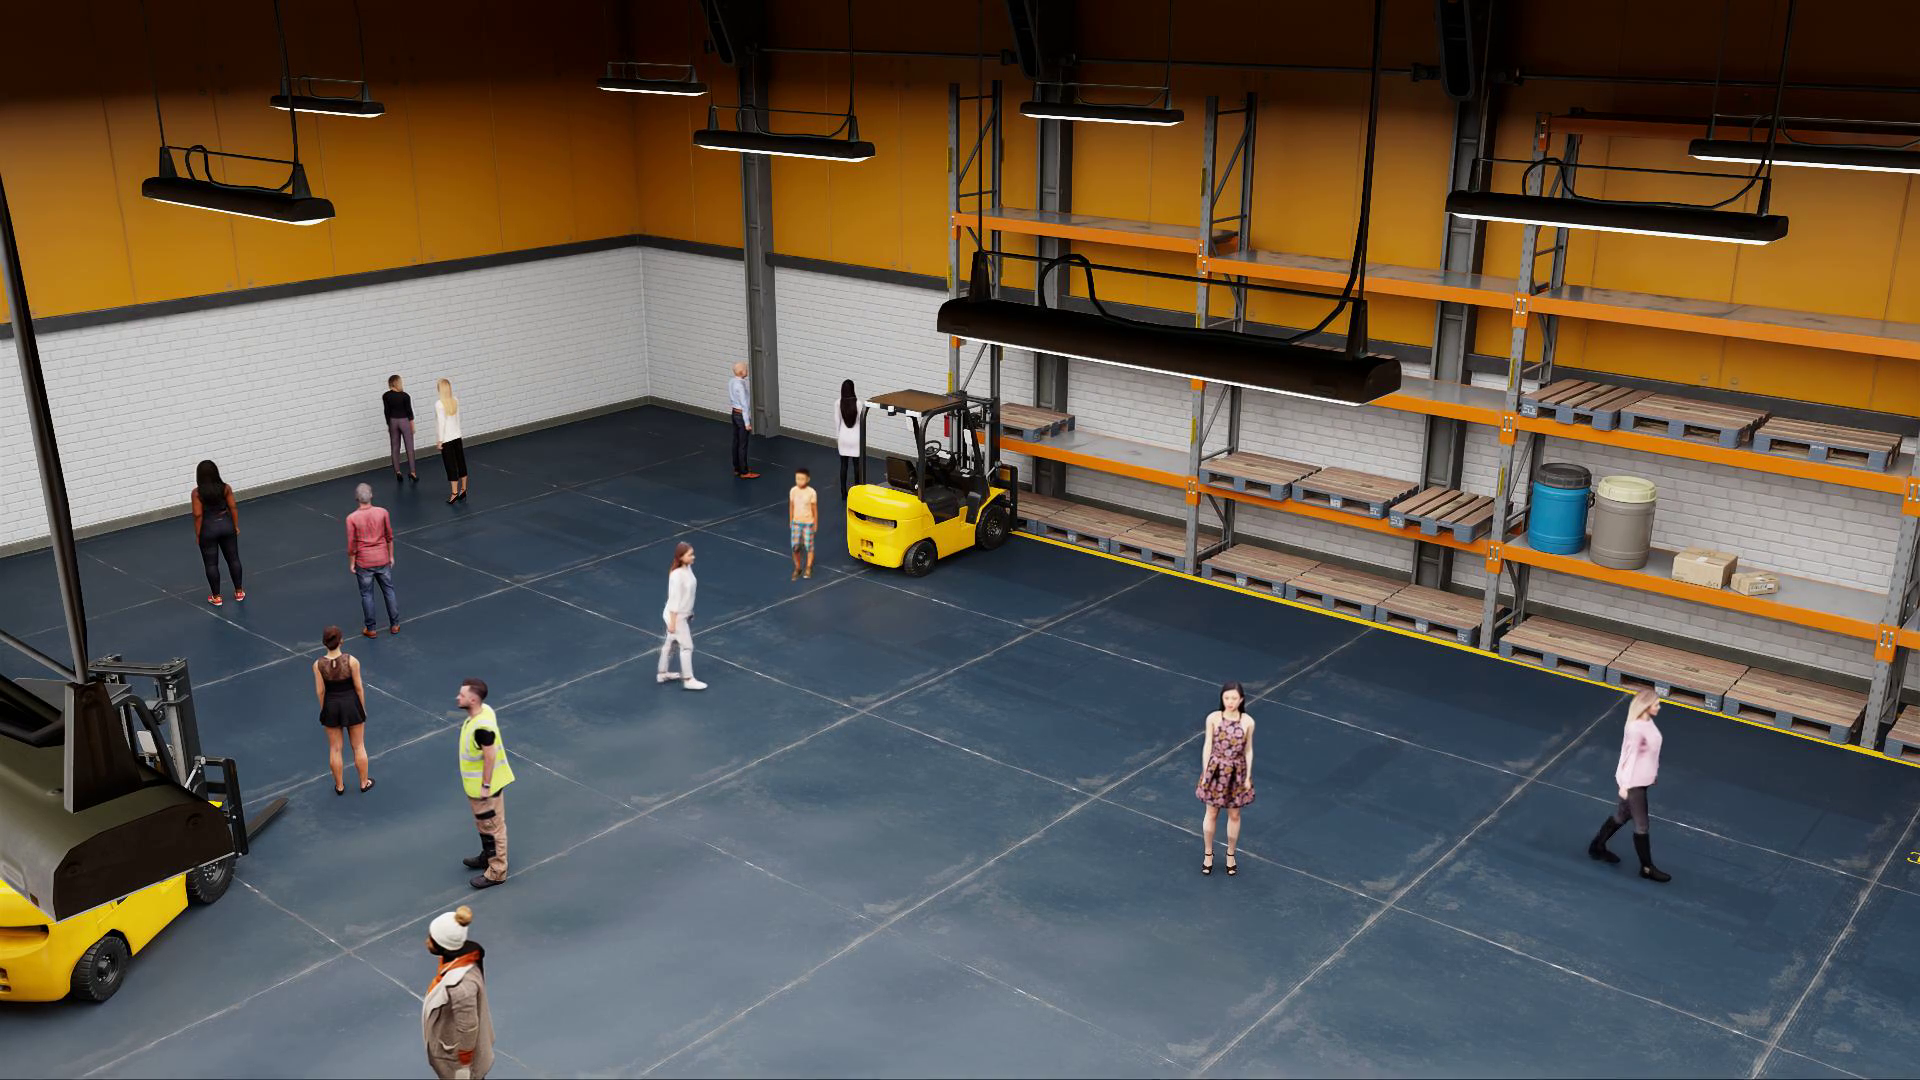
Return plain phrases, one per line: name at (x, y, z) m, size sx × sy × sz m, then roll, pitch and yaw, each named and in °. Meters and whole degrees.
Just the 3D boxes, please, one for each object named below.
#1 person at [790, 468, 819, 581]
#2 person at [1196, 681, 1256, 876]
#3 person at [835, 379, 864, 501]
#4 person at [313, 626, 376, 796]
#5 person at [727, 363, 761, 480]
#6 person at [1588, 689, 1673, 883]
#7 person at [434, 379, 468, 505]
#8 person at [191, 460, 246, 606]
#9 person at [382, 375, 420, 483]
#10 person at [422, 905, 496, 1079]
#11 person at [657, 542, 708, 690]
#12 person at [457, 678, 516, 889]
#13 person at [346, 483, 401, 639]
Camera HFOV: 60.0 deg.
person at (-1.978, -0.234, 21.273) m, size 0.669 × 1.453 × 0.730 m, roll 3°, pitch 19°, yaw 10°
person at (2.260, 2.019, 14.082) m, size 0.776 × 1.773 × 0.857 m, roll 3°, pitch 19°, yaw 8°
person at (-1.619, -1.472, 24.393) m, size 0.623 × 1.808 × 0.746 m, roll 4°, pitch 19°, yaw 12°
person at (-5.775, 1.580, 15.539) m, size 0.680 × 1.675 × 0.723 m, roll -4°, pitch 19°, yaw -12°
person at (-3.358, -1.844, 25.524) m, size 0.771 × 1.791 × 0.623 m, roll -11°, pitch 21°, yaw -29°
person at (5.686, 2.040, 14.196) m, size 0.953 × 1.661 × 0.653 m, roll 13°, pitch 23°, yaw 34°
person at (-7.423, -1.438, 24.214) m, size 0.617 × 1.858 × 0.661 m, roll 8°, pitch 20°, yaw 23°
person at (-9.087, -0.109, 20.334) m, size 0.714 × 1.816 × 0.685 m, roll -14°, pitch 23°, yaw -35°
person at (-8.508, -1.693, 25.265) m, size 0.643 × 1.672 × 0.738 m, roll 2°, pitch 19°, yaw 5°
person at (-3.129, 3.151, 10.537) m, size 0.881 × 1.891 × 0.790 m, roll -5°, pitch 19°, yaw -15°
person at (-3.072, 0.806, 17.865) m, size 0.944 × 1.657 × 0.857 m, roll 0°, pitch 19°, yaw 0°
person at (-4.019, 2.008, 13.998) m, size 0.900 × 1.847 × 0.824 m, roll -6°, pitch 20°, yaw -18°
person at (-6.824, 0.227, 19.313) m, size 0.744 × 1.831 × 0.658 m, roll -12°, pitch 22°, yaw -32°
